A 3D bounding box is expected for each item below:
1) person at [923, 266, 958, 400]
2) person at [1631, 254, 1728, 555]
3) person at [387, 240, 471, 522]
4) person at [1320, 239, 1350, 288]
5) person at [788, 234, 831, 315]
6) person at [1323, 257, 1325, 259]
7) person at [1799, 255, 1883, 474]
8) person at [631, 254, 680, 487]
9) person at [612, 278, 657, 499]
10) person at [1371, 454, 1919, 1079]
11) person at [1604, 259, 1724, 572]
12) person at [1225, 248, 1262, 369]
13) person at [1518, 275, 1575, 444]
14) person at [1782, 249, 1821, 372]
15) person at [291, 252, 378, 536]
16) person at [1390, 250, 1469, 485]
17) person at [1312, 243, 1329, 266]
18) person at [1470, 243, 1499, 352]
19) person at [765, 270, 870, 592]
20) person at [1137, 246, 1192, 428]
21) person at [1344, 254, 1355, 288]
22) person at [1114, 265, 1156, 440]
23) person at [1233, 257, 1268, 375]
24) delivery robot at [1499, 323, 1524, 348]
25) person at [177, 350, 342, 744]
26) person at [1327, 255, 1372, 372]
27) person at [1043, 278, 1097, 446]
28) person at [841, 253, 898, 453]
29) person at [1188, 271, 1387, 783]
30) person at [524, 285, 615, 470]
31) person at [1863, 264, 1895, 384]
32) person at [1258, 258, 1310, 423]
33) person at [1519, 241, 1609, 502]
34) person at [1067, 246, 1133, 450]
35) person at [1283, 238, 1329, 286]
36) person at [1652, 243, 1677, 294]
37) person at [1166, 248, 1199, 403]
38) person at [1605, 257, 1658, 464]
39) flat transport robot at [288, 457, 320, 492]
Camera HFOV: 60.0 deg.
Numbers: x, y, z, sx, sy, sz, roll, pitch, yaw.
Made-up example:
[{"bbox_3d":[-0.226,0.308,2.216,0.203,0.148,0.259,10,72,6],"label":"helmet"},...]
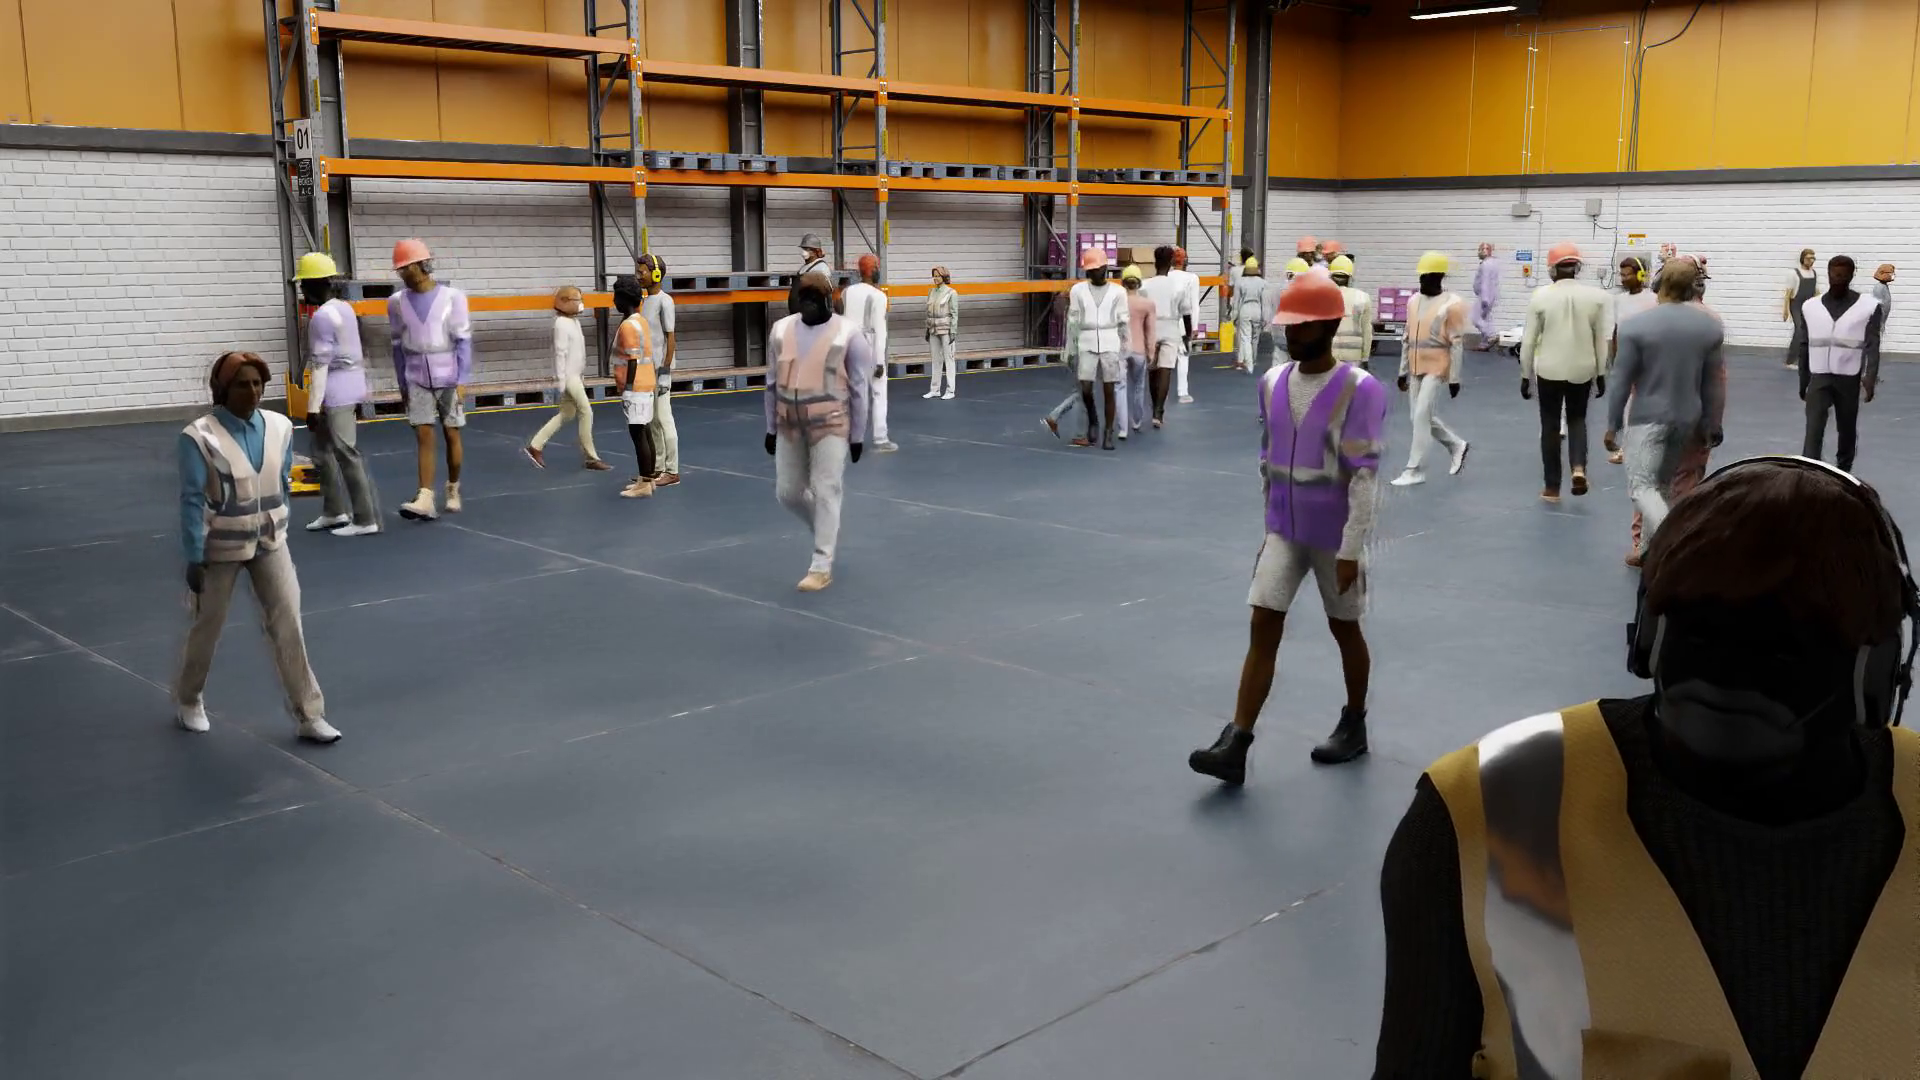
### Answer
[{"bbox_3d":[-0.232,-2.560,20.598,0.510,1.640,0.308,10,14,43],"label":"person"},{"bbox_3d":[4.340,-0.756,10.033,0.410,1.909,0.643,-5,12,-27],"label":"person"},{"bbox_3d":[-3.785,-1.125,11.835,0.606,1.975,0.977,-1,10,-4],"label":"person"},{"bbox_3d":[5.361,-3.289,23.680,0.629,1.971,0.612,-5,12,-26],"label":"person"},{"bbox_3d":[-1.966,-2.947,21.614,0.539,2.000,0.689,-5,12,-26],"label":"person"},{"bbox_3d":[6.469,-4.271,29.508,0.579,1.796,1.000,5,11,25],"label":"person"},{"bbox_3d":[6.909,-1.297,13.088,0.607,1.877,0.978,8,13,39],"label":"person"},{"bbox_3d":[-2.477,-1.369,13.475,0.328,1.872,0.513,-7,12,-33],"label":"person"},{"bbox_3d":[-2.516,-1.167,12.842,0.317,1.697,0.540,0,10,0],"label":"person"},{"bbox_3d":[0.688,0.831,1.564,0.629,1.839,0.429,2,11,10],"label":"person"},{"bbox_3d":[4.090,-0.674,9.640,0.648,1.894,0.898,-2,11,-9],"label":"person"},{"bbox_3d":[4.386,-3.539,25.419,0.562,1.820,0.947,5,11,24],"label":"person"},{"bbox_3d":[5.759,-1.797,16.004,0.629,1.808,0.919,-1,10,-3],"label":"person"},{"bbox_3d":[12.572,-3.390,24.658,0.512,1.817,0.820,-3,11,-17],"label":"person"},{"bbox_3d":[-4.255,-0.958,11.136,0.677,1.901,0.618,-1,10,-6],"label":"person"},{"bbox_3d":[3.878,-1.403,13.572,0.792,1.907,0.595,-4,11,-23],"label":"person"},{"bbox_3d":[6.135,-4.181,28.773,0.701,1.887,1.018,7,12,33],"label":"person"},{"bbox_3d":[9.097,-4.199,28.851,0.439,1.892,0.653,5,12,26],"label":"person"},{"bbox_3d":[-0.817,-0.642,9.623,0.638,1.830,0.609,4,11,23],"label":"person"},{"bbox_3d":[2.141,-2.151,17.651,0.622,1.918,1.010,3,11,15],"label":"person"},{"bbox_3d":[6.949,-4.358,30.246,0.420,1.684,0.558,8,13,36],"label":"person"},{"bbox_3d":[1.695,-1.892,16.747,0.533,1.717,0.938,1,10,4],"label":"person"},{"bbox_3d":[4.251,-3.279,24.332,0.497,1.705,0.871,0,10,3],"label":"person"},{"bbox_3d":[9.318,-3.356,27.644,0.477,0.478,0.707,-5,12,-26],"label":"delivery robot"},{"bbox_3d":[-2.902,0.027,6.654,0.848,1.583,0.526,7,13,34],"label":"person"},{"bbox_3d":[3.519,-1.715,15.460,0.588,1.835,0.404,3,11,13],"label":"person"},{"bbox_3d":[1.086,-1.699,15.975,0.430,1.621,0.508,0,10,-2],"label":"person"},{"bbox_3d":[-0.925,-1.703,15.326,0.579,1.860,0.769,9,14,41],"label":"person"},{"bbox_3d":[1.264,-0.032,6.135,0.976,1.882,0.569,-10,14,-42],"label":"person"},{"bbox_3d":[-3.416,-1.395,14.345,0.775,1.604,0.502,0,10,1],"label":"person"},{"bbox_3d":[12.641,-2.972,22.861,0.286,1.633,0.500,8,13,37],"label":"person"},{"bbox_3d":[3.546,-2.108,17.760,0.608,1.785,0.967,10,14,44],"label":"person"},{"bbox_3d":[4.573,-1.272,12.656,0.639,1.970,0.493,1,10,7],"label":"person"},{"bbox_3d":[1.330,-1.801,15.707,0.647,1.915,0.472,1,10,6],"label":"person"},{"bbox_3d":[4.657,-3.074,22.473,0.622,1.996,1.071,4,11,23],"label":"person"},{"bbox_3d":[10.737,-3.552,25.319,0.402,1.901,0.647,3,11,15],"label":"person"},{"bbox_3d":[2.625,-2.612,20.274,0.591,1.873,0.371,6,12,31],"label":"person"},{"bbox_3d":[6.079,-1.607,14.873,0.731,1.839,0.561,-6,12,-29],"label":"person"},{"bbox_3d":[-5.604,-0.553,13.388,0.652,0.197,1.431,-7,13,-34],"label":"flat transport robot"}]
